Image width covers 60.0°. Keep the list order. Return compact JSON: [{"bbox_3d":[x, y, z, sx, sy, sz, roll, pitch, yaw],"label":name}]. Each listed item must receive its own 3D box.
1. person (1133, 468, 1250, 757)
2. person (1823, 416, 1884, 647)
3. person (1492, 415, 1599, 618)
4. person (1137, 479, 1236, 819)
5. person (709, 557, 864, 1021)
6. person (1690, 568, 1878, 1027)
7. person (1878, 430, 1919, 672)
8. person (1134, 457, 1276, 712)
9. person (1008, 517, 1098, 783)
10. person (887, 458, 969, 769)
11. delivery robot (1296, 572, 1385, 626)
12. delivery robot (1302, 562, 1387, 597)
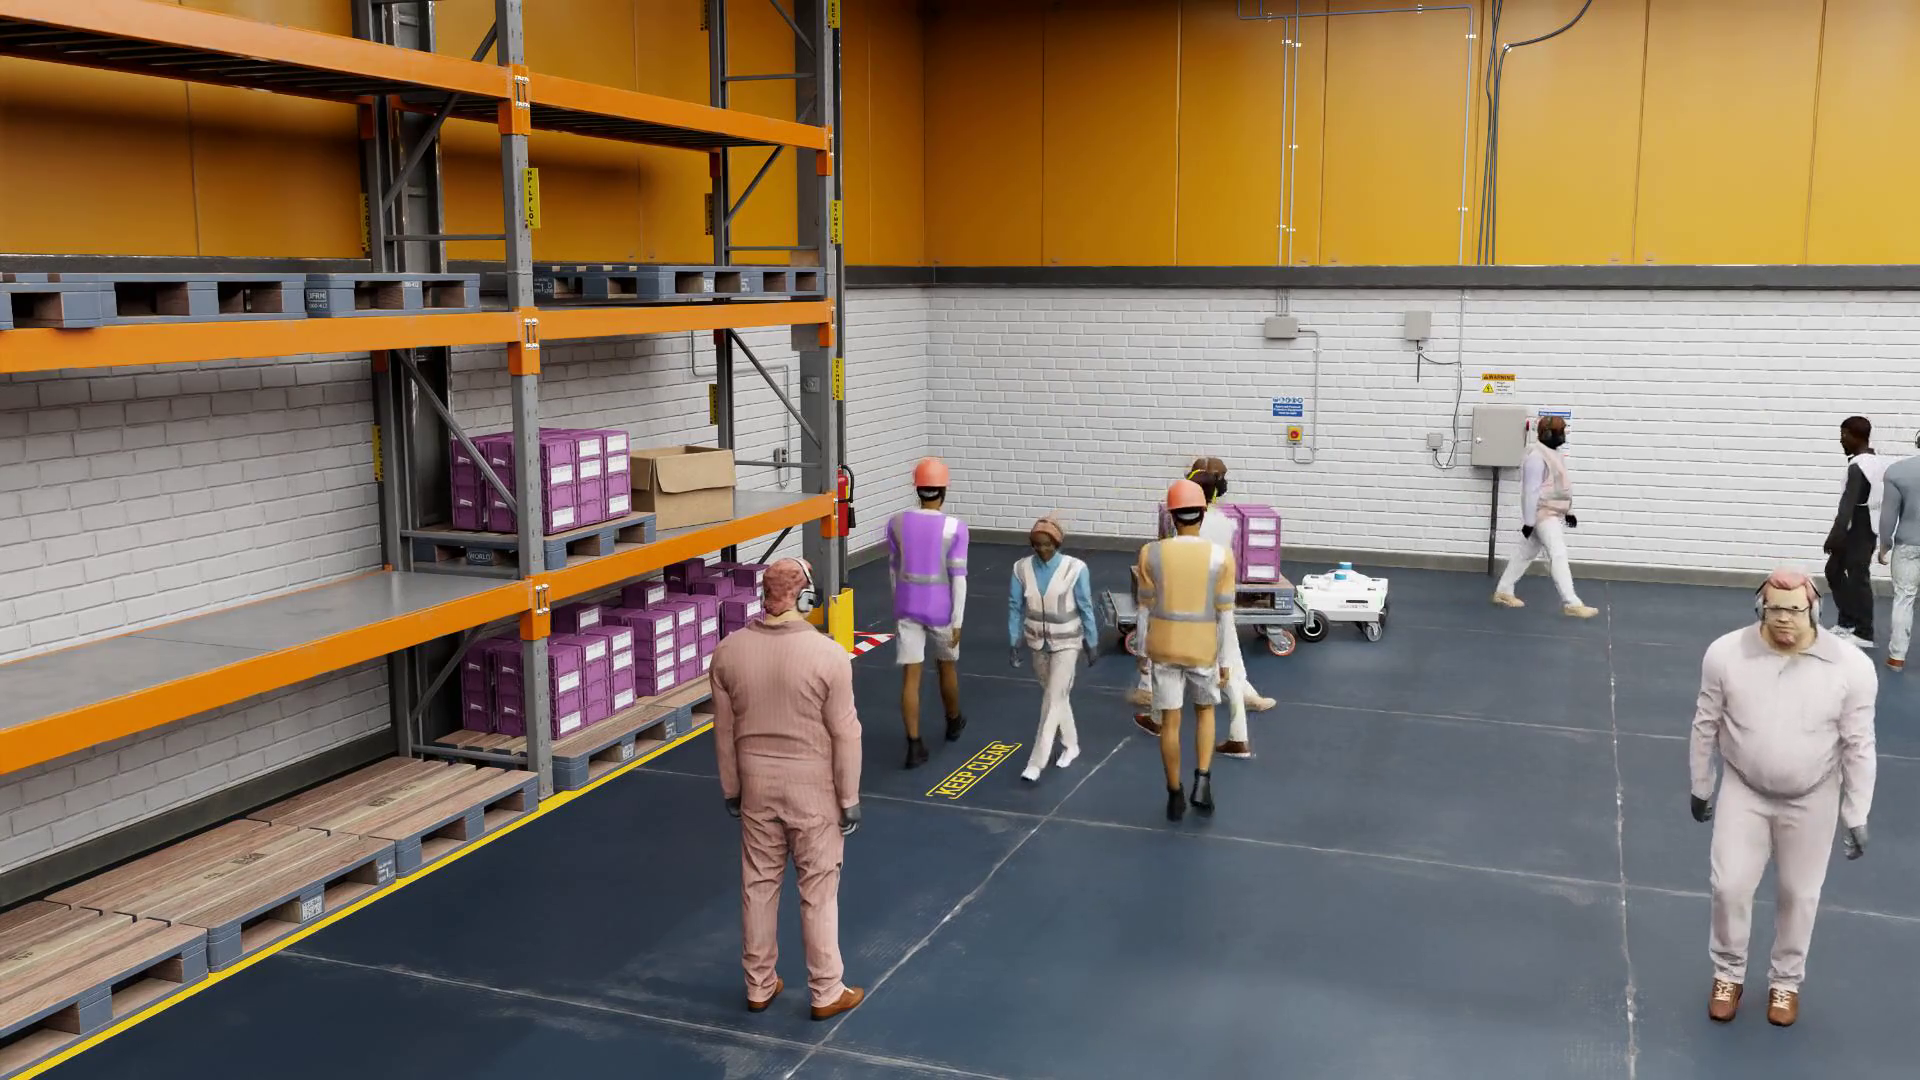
[{"bbox_3d":[1.534,0.445,10.652,0.517,1.809,1.016,-6,11,-31],"label":"person"},{"bbox_3d":[7.274,-0.054,13.603,0.570,1.868,0.591,6,11,33],"label":"person"},{"bbox_3d":[5.260,-0.230,14.939,0.959,1.800,0.619,5,10,30],"label":"person"},{"bbox_3d":[1.256,0.613,9.294,0.539,1.909,0.411,1,9,9],"label":"person"},{"bbox_3d":[-0.683,1.012,6.802,0.638,1.902,0.407,3,10,20],"label":"person"},{"bbox_3d":[3.276,1.043,6.668,0.671,1.885,0.551,5,10,28],"label":"person"},{"bbox_3d":[7.355,0.057,12.682,0.635,1.936,0.354,4,10,25],"label":"person"},{"bbox_3d":[1.670,0.322,11.515,0.977,1.796,0.622,5,10,26],"label":"person"},{"bbox_3d":[0.542,0.650,10.005,0.522,1.587,0.834,6,11,31],"label":"person"},{"bbox_3d":[-0.178,0.424,10.518,0.547,1.886,0.977,2,9,12],"label":"person"},{"bbox_3d":[3.170,0.509,13.879,0.707,0.478,0.477,1,9,7],"label":"delivery robot"},{"bbox_3d":[3.314,0.436,14.338,0.707,0.478,0.477,3,9,16],"label":"delivery robot"}]
